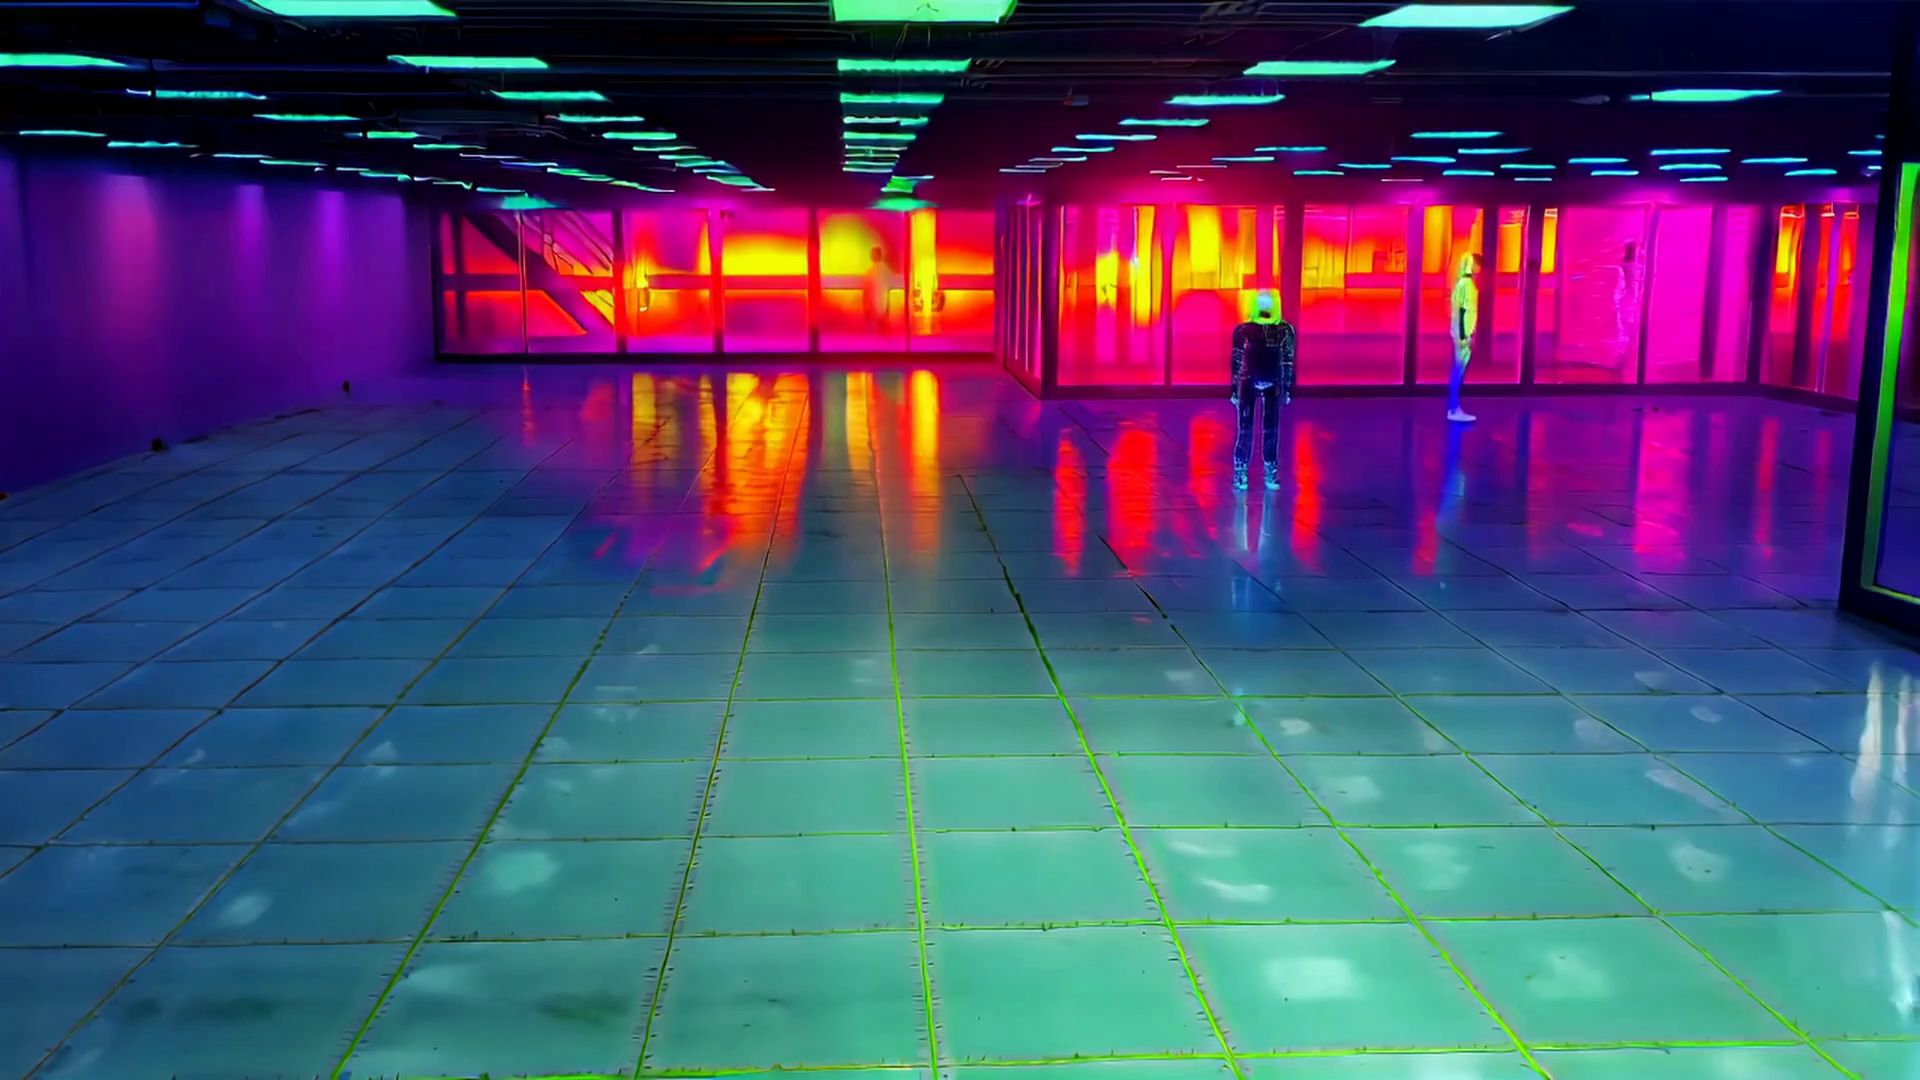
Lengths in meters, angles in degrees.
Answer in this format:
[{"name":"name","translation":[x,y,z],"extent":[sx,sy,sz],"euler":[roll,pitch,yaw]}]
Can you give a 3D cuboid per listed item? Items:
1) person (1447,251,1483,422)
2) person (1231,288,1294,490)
[{"name":"person","translation":[5.581,-2.237,18.361],"extent":[0.325,1.871,0.516],"euler":[4,11,23]},{"name":"person","translation":[2.442,-1.217,13.488],"extent":[0.497,1.633,0.287],"euler":[1,11,4]}]
